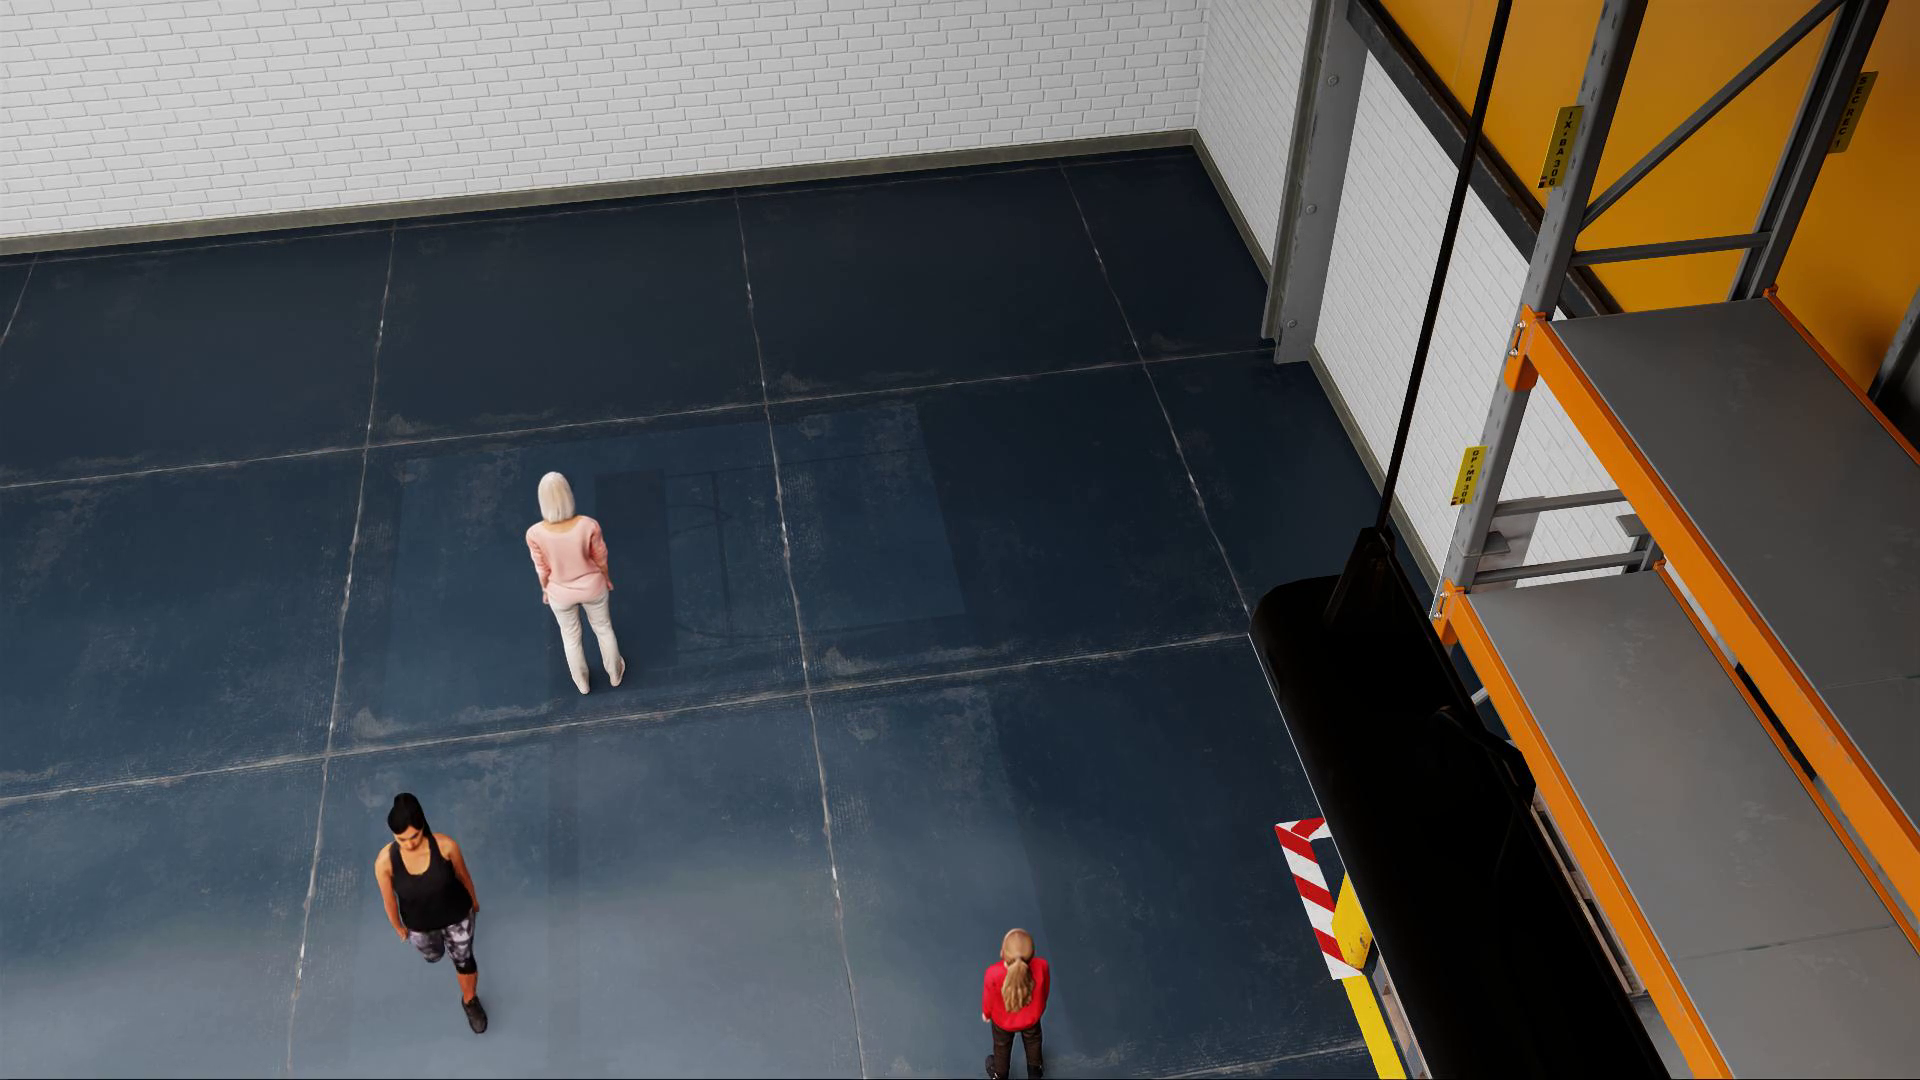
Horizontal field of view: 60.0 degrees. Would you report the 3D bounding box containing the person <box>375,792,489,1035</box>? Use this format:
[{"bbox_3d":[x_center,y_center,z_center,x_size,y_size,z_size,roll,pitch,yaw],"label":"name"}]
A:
[{"bbox_3d":[-2.718,1.857,8.595,0.723,1.644,0.992,-17,46,-17],"label":"person"}]

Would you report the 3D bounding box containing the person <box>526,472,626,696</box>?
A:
[{"bbox_3d":[-2.357,0.277,10.194,0.625,1.725,0.552,-12,45,-12],"label":"person"}]

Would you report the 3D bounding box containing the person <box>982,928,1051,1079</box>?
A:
[{"bbox_3d":[0.279,2.355,8.335,0.501,1.281,0.488,-9,44,-10],"label":"person"}]
